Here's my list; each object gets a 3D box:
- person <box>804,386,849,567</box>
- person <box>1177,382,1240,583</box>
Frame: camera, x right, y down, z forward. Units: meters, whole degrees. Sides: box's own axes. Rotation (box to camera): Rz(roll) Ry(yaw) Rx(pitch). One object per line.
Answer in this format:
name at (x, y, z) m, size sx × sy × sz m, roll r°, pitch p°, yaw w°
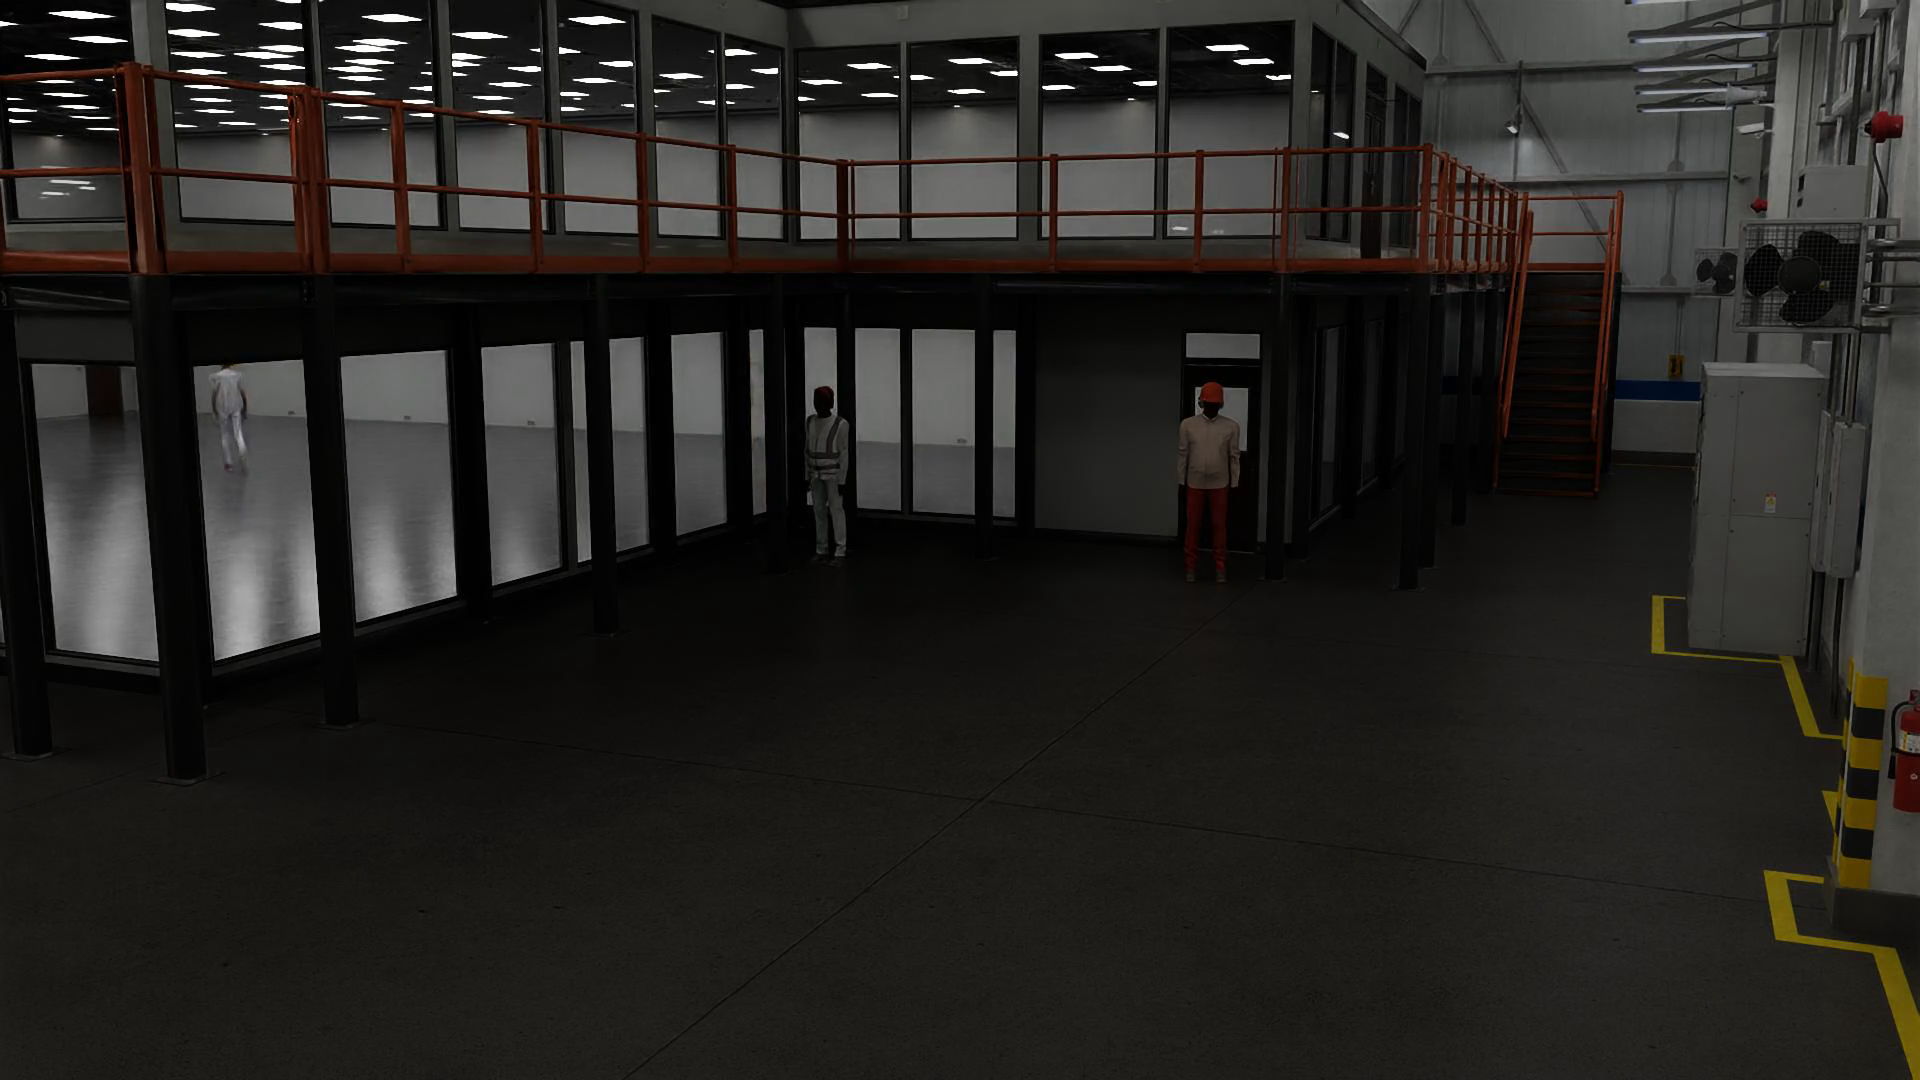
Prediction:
person at (-1.383, -0.653, 17.204) m, size 0.575 × 1.874 × 0.346 m, roll 7°, pitch 12°, yaw 37°
person at (2.429, -0.557, 16.264) m, size 0.612 × 1.986 × 0.406 m, roll 1°, pitch 9°, yaw 6°
